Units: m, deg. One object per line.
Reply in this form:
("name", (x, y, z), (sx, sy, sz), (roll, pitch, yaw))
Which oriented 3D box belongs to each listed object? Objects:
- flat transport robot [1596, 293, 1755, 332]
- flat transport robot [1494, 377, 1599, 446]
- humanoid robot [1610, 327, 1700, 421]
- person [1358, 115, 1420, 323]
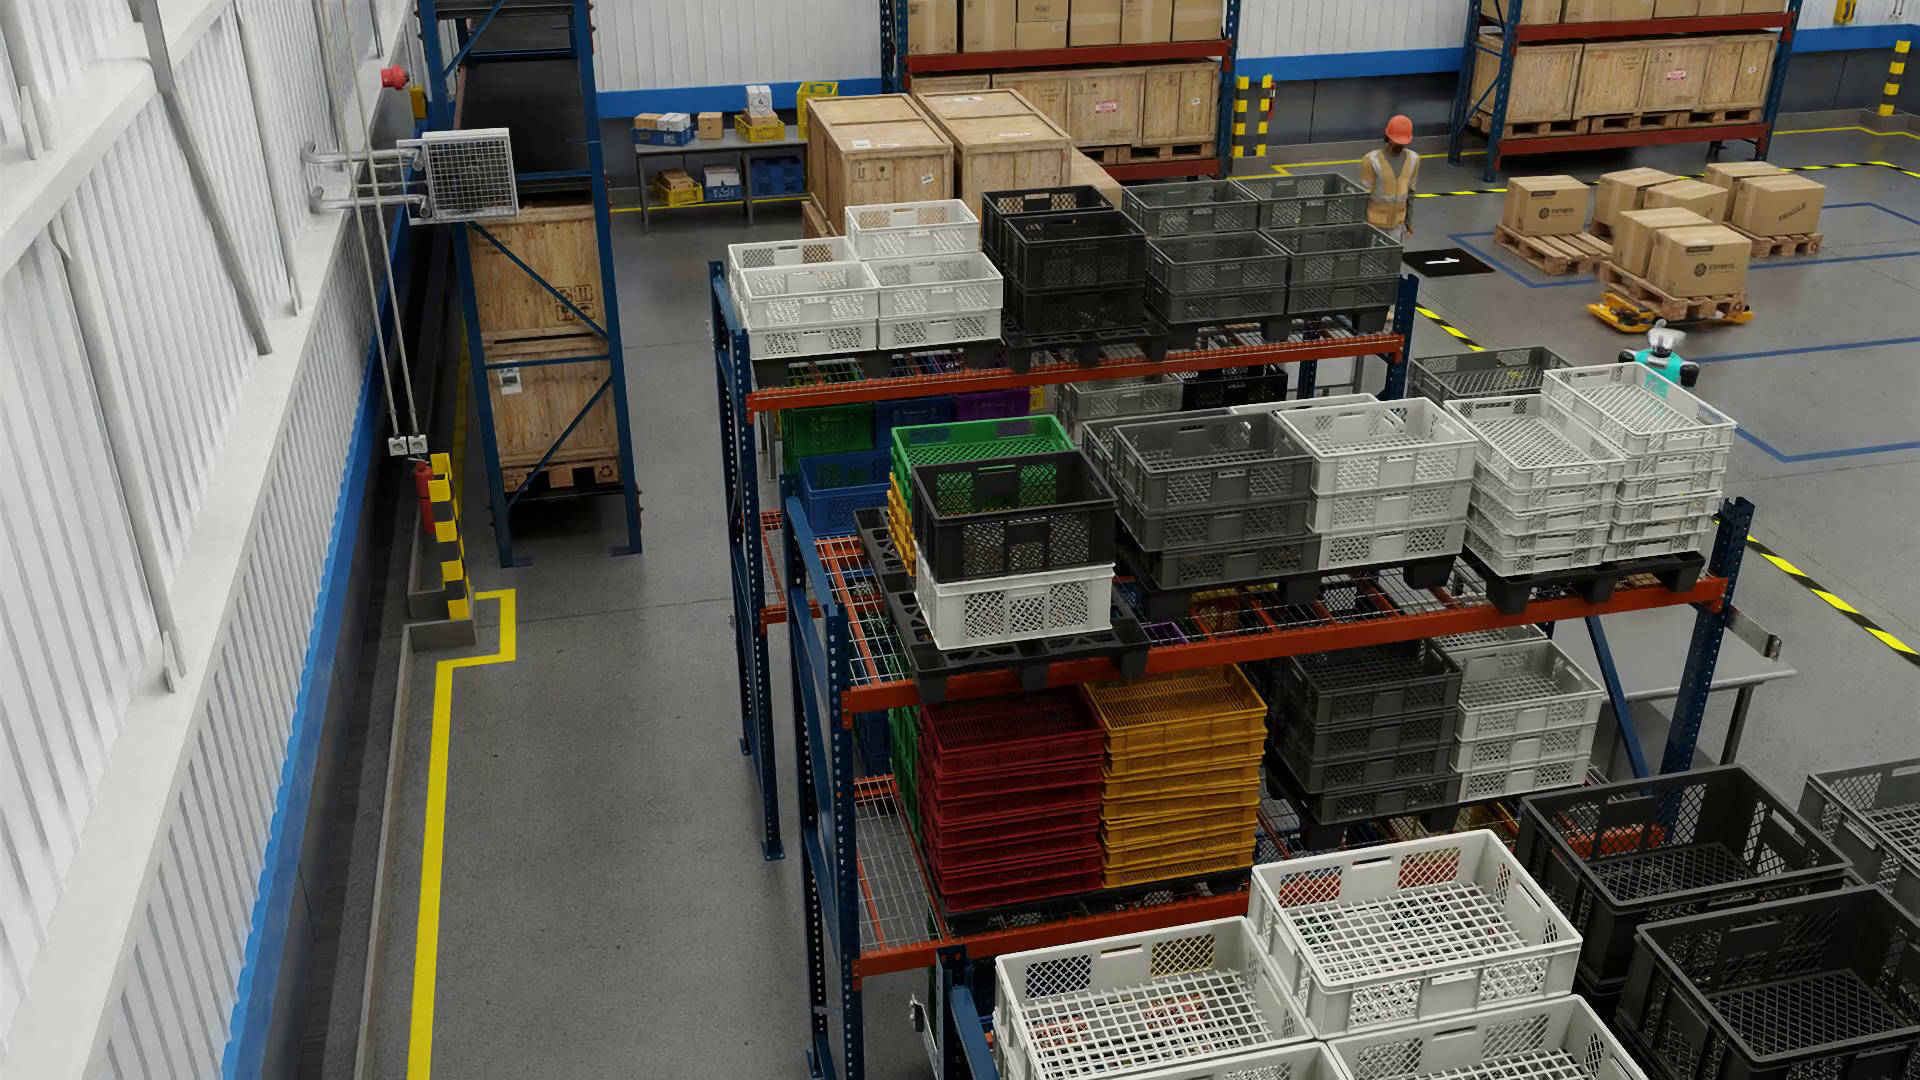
("flat transport robot", (7.005, -2.301, 16.383), (1.431, 0.197, 0.652), (-6, 28, -12))
("flat transport robot", (4.780, -1.036, 14.013), (0.659, 0.231, 1.431), (-6, 28, -12))
("humanoid robot", (4.888, -0.777, 11.801), (0.533, 1.677, 0.735), (16, 32, 28))
("person", (4.094, -3.064, 15.971), (0.604, 2.033, 0.387), (-7, 29, -14))
